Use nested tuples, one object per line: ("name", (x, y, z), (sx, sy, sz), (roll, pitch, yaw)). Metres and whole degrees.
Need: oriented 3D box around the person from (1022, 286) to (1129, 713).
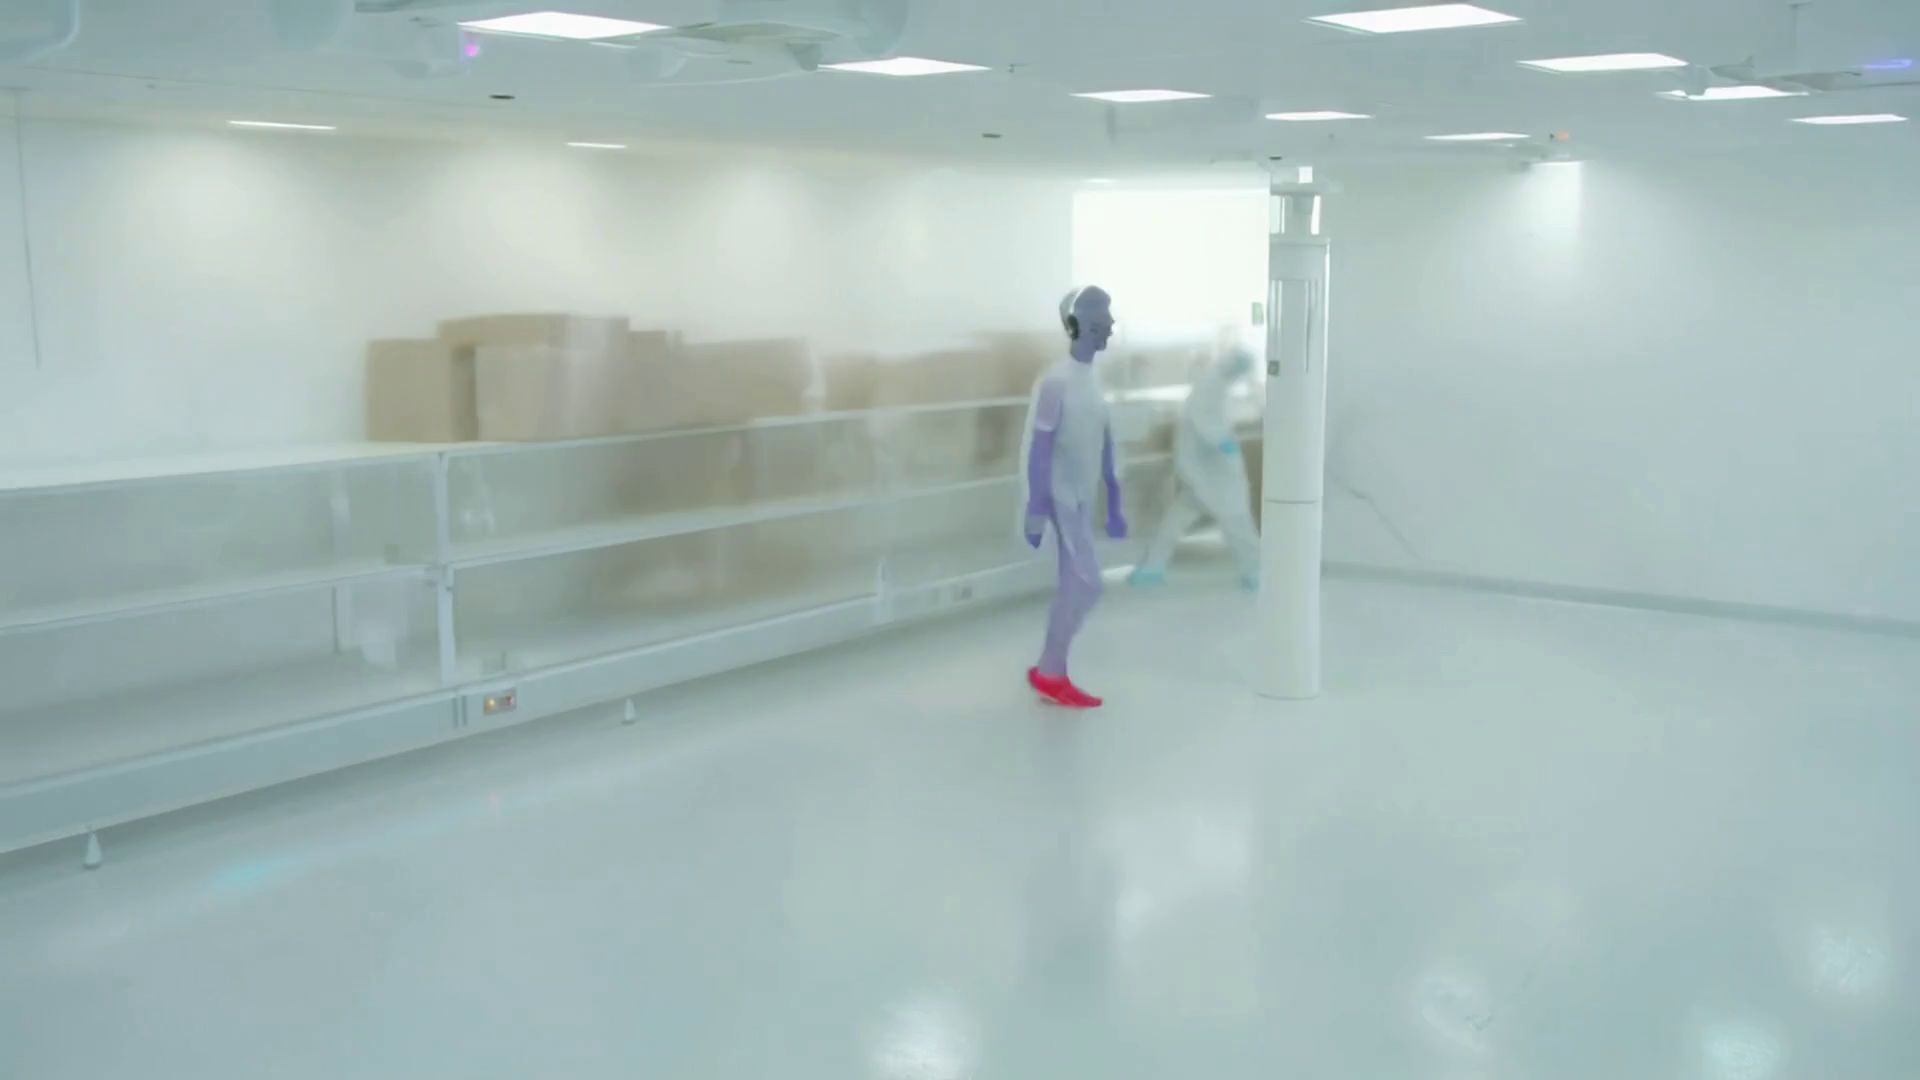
("person", (0.509, -0.166, 7.226), (0.461, 1.859, 0.502), (5, 11, 27))
